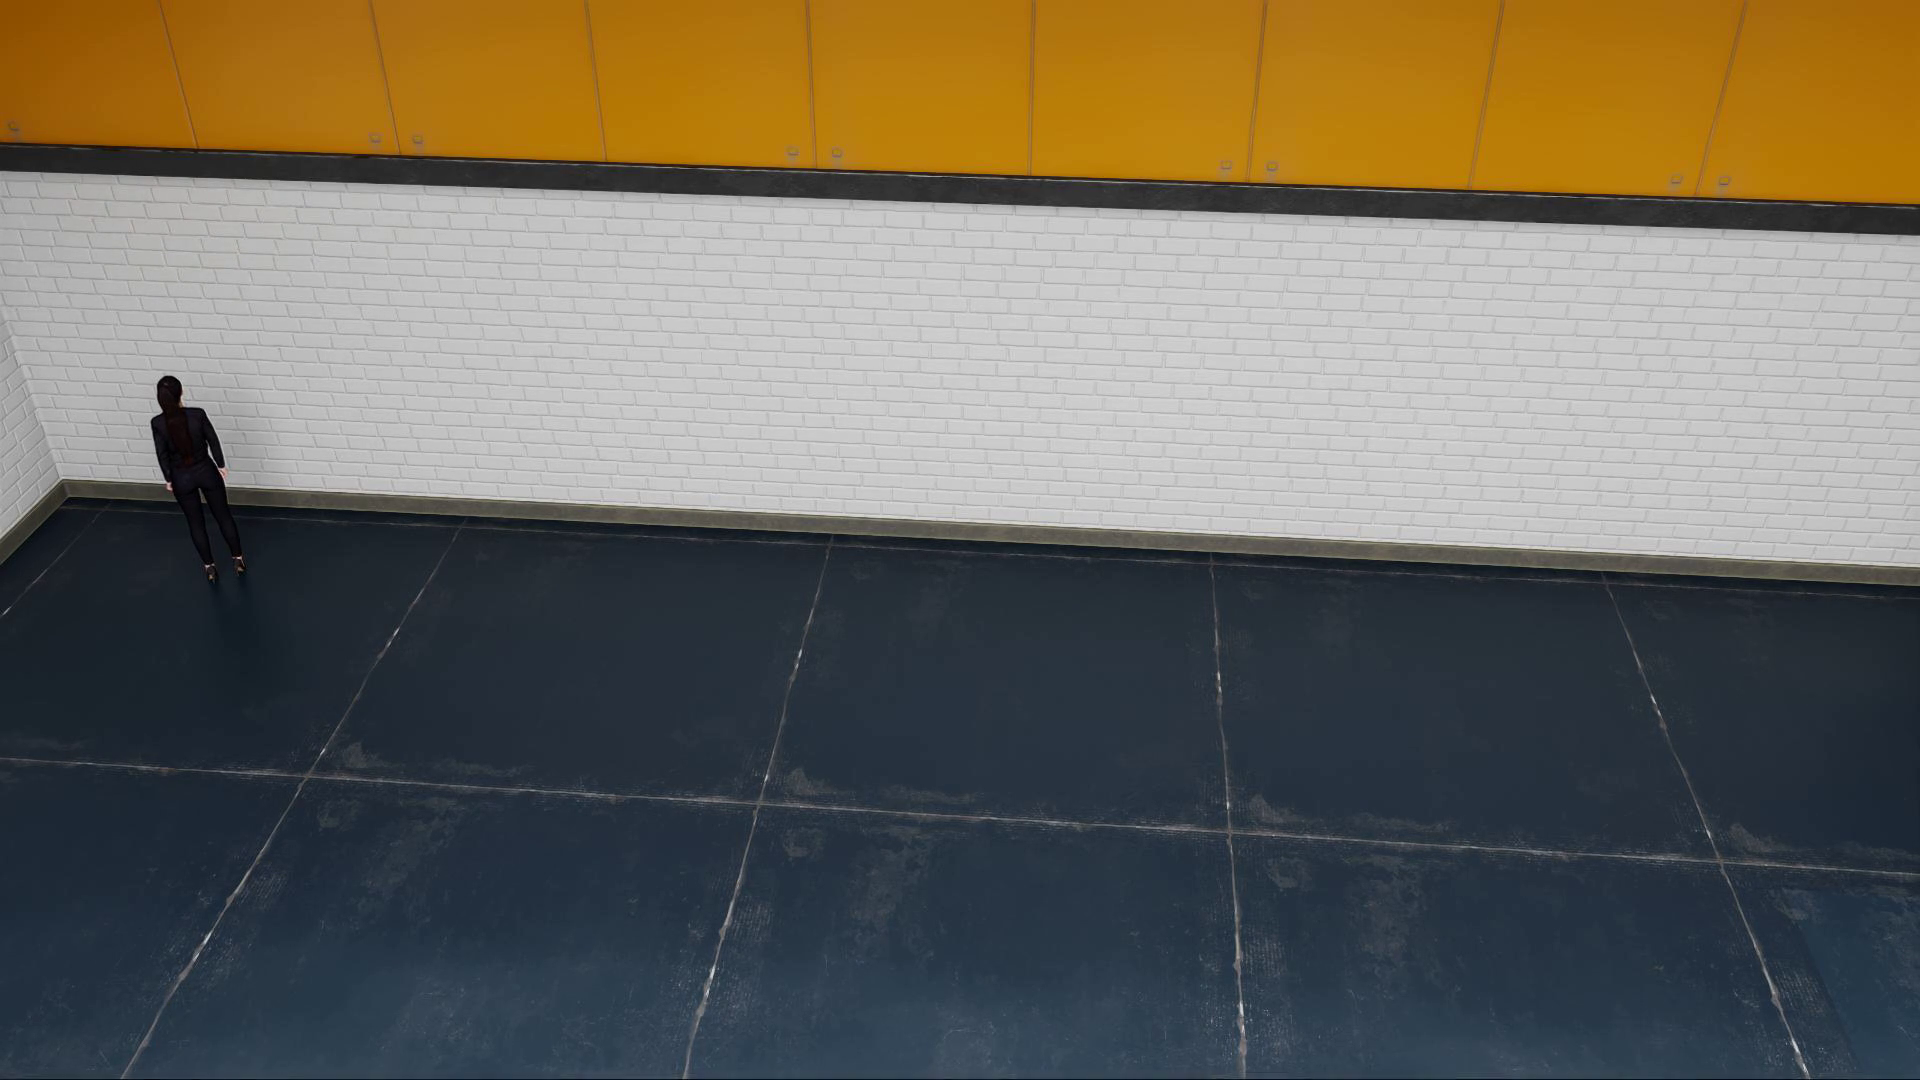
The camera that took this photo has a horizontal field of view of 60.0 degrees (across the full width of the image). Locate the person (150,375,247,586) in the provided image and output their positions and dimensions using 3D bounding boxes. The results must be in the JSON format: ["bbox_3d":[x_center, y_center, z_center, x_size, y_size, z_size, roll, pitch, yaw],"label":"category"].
[{"bbox_3d":[-5.680,-0.456,12.369,0.647,1.711,0.652,-16,37,-22],"label":"person"}]
